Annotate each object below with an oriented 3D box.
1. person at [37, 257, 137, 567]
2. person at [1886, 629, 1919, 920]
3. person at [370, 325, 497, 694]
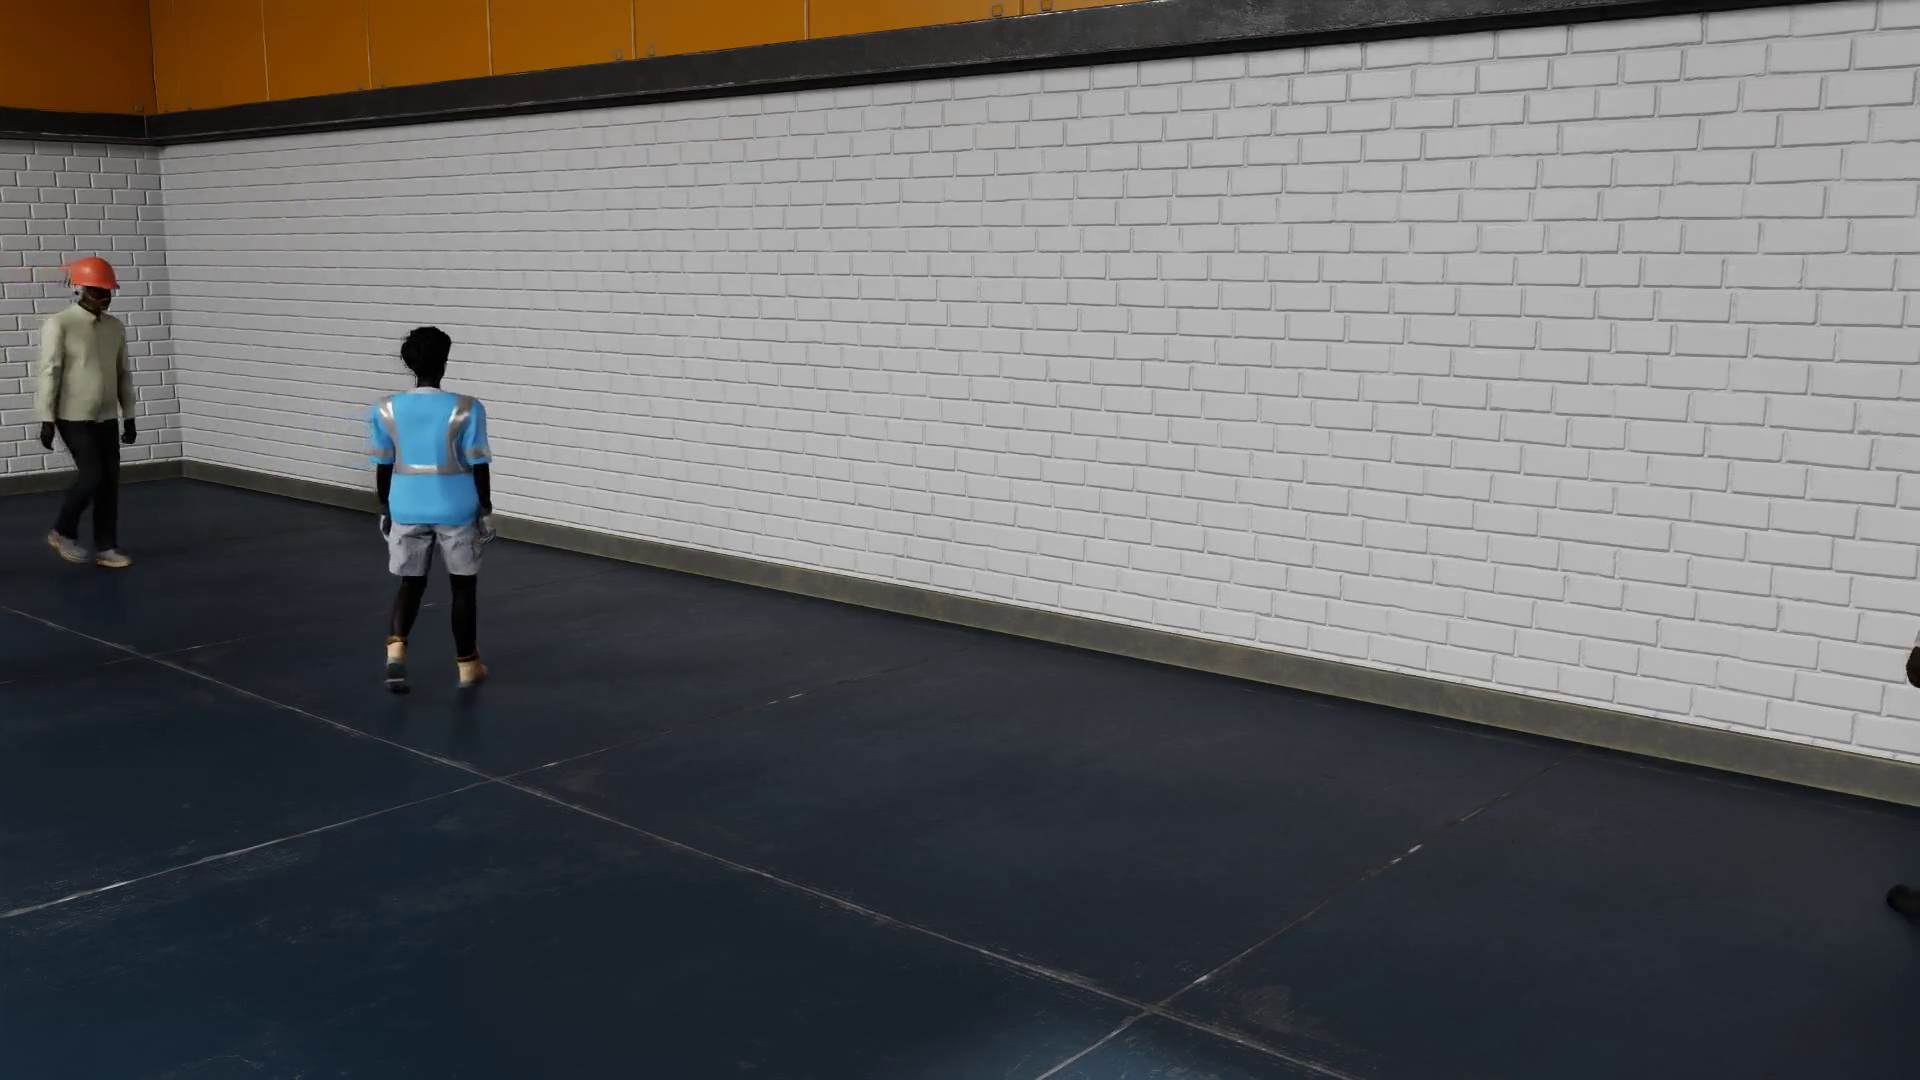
[{"bbox_3d":[-5.432,-0.777,10.412,0.517,1.966,0.675,4,11,20],"label":"person"},{"bbox_3d":[3.051,0.221,4.835,0.572,1.933,0.385,-2,10,-12],"label":"person"},{"bbox_3d":[-2.362,-0.120,7.478,0.545,1.684,0.637,0,10,2],"label":"person"}]
